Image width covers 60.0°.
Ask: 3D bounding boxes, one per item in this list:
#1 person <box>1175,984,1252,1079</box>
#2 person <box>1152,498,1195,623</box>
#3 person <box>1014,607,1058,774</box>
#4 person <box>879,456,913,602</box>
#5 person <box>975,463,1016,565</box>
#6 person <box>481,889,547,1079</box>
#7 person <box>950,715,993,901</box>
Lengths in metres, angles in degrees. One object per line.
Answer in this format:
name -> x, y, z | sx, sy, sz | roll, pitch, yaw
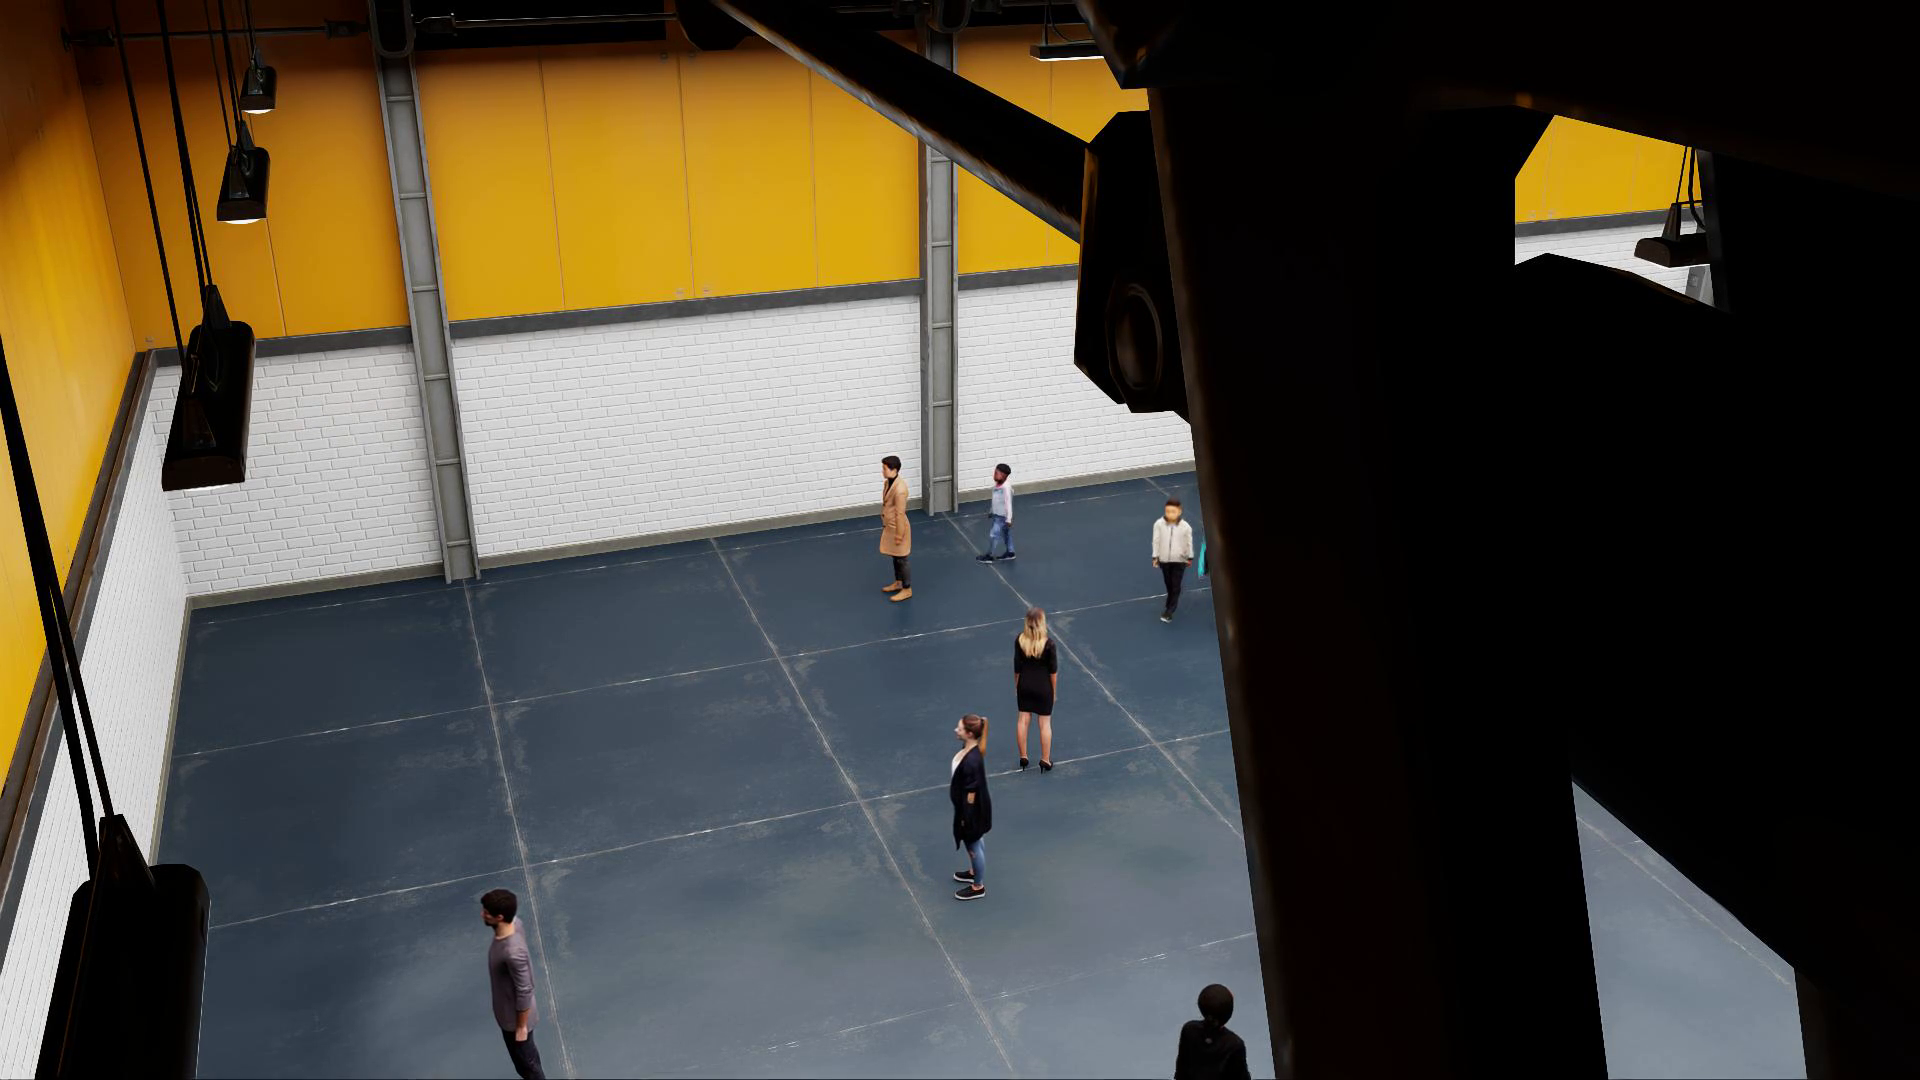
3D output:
person -> 1.537, 3.577, 10.475 | 1.033, 1.625, 1.149 | 13, 27, 28
person -> 2.384, 0.177, 18.513 | 0.997, 1.418, 1.023 | 8, 25, 18
person -> 0.691, 1.390, 15.416 | 0.595, 1.676, 0.671 | 9, 25, 19
person -> -0.711, -0.159, 18.903 | 0.615, 1.721, 0.639 | -10, 25, -21
person -> 0.561, -0.325, 19.883 | 0.758, 1.241, 0.560 | -4, 24, -10
person -> -2.986, 3.137, 11.200 | 0.512, 1.851, 0.680 | -9, 25, -20
person -> 0.102, 2.171, 13.621 | 0.691, 1.683, 0.707 | 1, 24, 2
